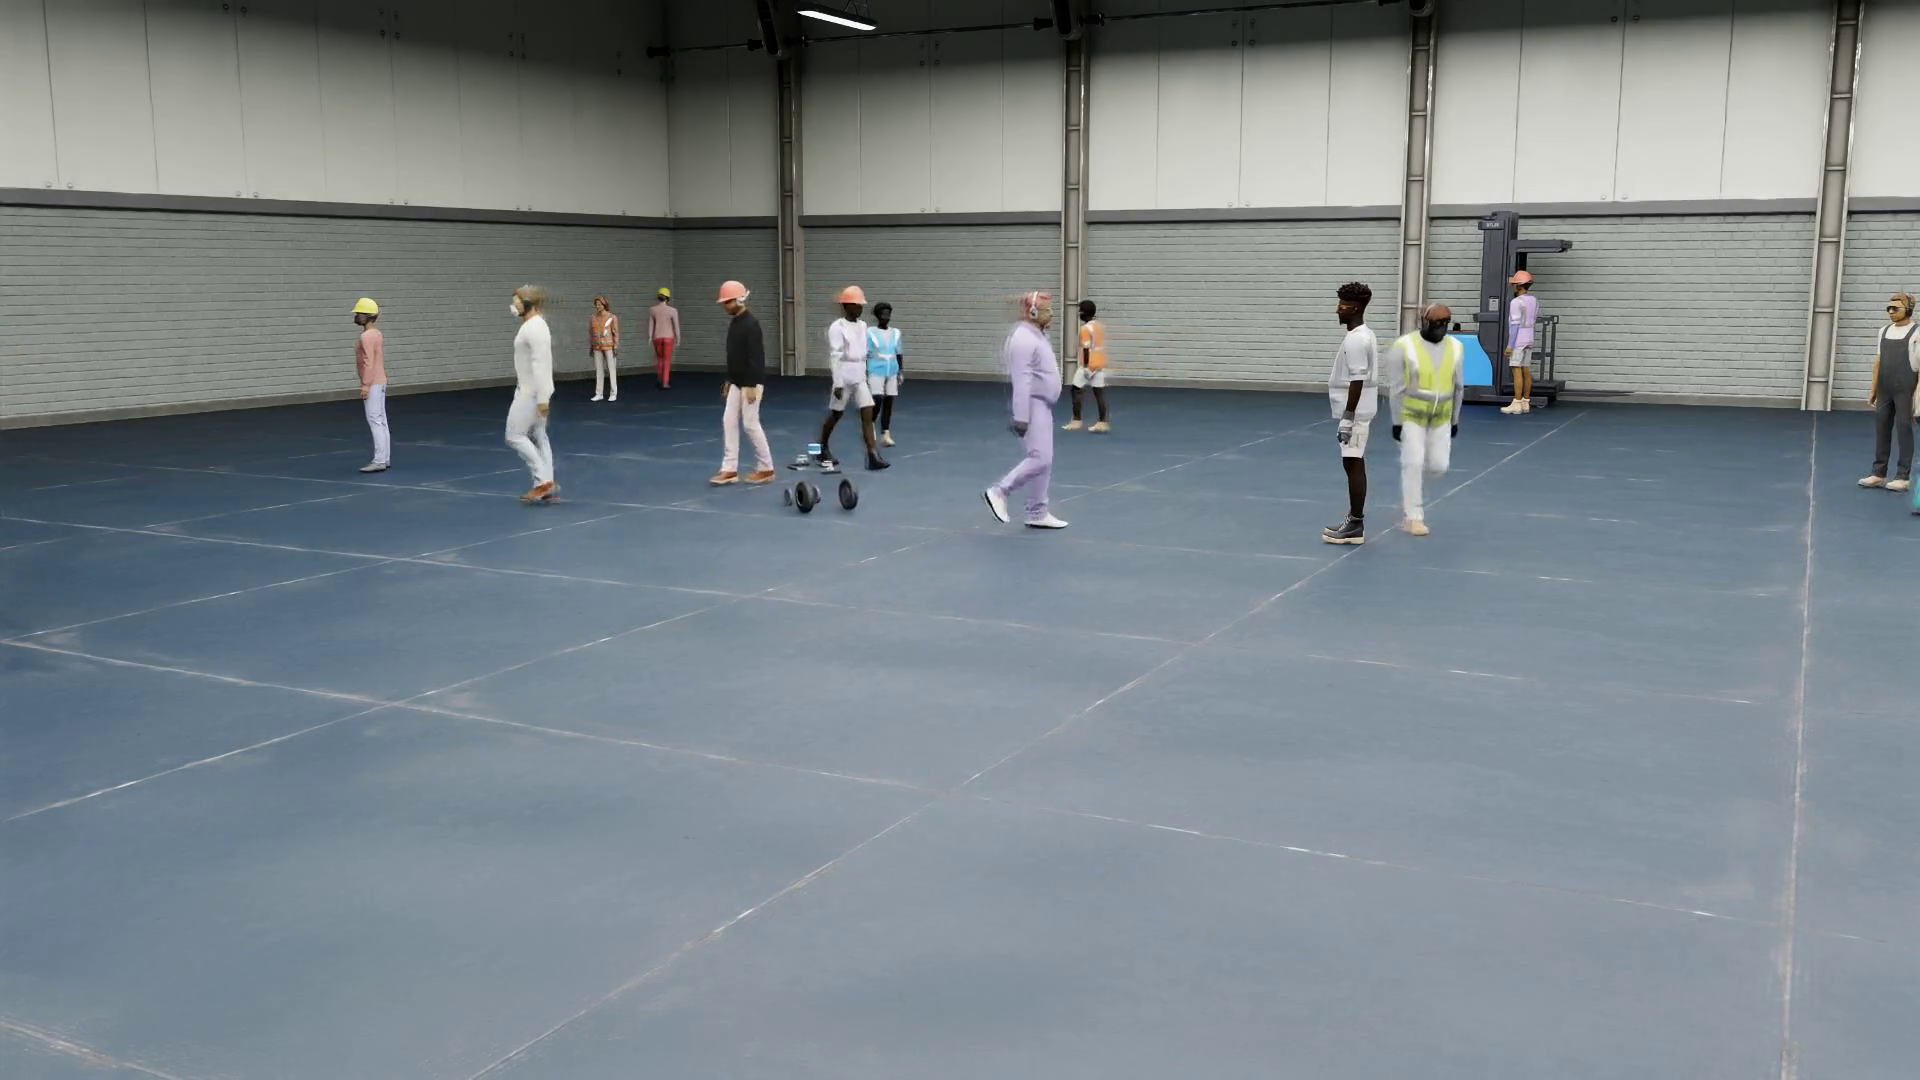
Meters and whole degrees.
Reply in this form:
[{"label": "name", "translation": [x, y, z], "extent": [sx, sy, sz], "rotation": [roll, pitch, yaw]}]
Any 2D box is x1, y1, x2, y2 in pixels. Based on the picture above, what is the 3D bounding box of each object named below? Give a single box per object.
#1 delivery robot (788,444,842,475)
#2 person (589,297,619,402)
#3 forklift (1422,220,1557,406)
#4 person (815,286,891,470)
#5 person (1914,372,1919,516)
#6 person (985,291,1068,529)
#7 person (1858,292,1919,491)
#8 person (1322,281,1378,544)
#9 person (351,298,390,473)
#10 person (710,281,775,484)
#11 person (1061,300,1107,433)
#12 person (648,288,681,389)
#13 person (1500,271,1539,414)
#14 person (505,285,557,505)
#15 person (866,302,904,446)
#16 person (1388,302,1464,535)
[{"label": "delivery robot", "translation": [-1.260, -0.719, 14.462], "extent": [0.335, 0.223, 0.698], "rotation": [-5, 11, -29]}, {"label": "person", "translation": [-5.589, -2.994, 26.113], "extent": [0.517, 1.639, 0.314], "rotation": [3, 10, 20]}, {"label": "forklift", "translation": [8.245, -3.527, 25.720], "extent": [1.873, 2.768, 1.129], "rotation": [5, 10, 27]}, {"label": "person", "translation": [-1.159, -1.694, 17.334], "extent": [1.007, 1.892, 0.557], "rotation": [8, 12, 41]}, {"label": "person", "translation": [8.246, -1.064, 13.879], "extent": [0.497, 1.744, 0.548], "rotation": [0, 9, -2]}, {"label": "person", "translation": [0.553, -1.023, 13.198], "extent": [0.540, 1.893, 0.648], "rotation": [2, 9, 11]}, {"label": "person", "translation": [8.787, -1.394, 15.617], "extent": [0.331, 1.844, 0.520], "rotation": [-4, 10, -23]}, {"label": "person", "translation": [2.971, -0.967, 12.611], "extent": [0.367, 1.966, 0.607], "rotation": [3, 10, 17]}, {"label": "person", "translation": [-6.035, -1.586, 17.034], "extent": [0.296, 1.772, 0.533], "rotation": [-1, 9, -7]}, {"label": "person", "translation": [-2.131, -1.514, 16.047], "extent": [0.657, 1.957, 0.660], "rotation": [-5, 11, -30]}, {"label": "person", "translation": [1.579, -2.201, 21.127], "extent": [0.673, 1.677, 0.551], "rotation": [5, 11, 29]}, {"label": "person", "translation": [-5.122, -3.507, 28.966], "extent": [0.543, 1.741, 0.722], "rotation": [1, 9, 9]}, {"label": "person", "translation": [8.055, -2.845, 23.959], "extent": [0.606, 2.044, 0.374], "rotation": [-9, 13, -43]}, {"label": "person", "translation": [-3.783, -1.267, 14.587], "extent": [0.446, 1.922, 0.635], "rotation": [-2, 9, -11]}, {"label": "person", "translation": [-0.895, -1.943, 19.468], "extent": [0.552, 1.683, 0.361], "rotation": [-6, 11, -31]}, {"label": "person", "translation": [3.633, -0.959, 13.058], "extent": [0.634, 1.816, 0.537], "rotation": [-2, 9, -11]}]
